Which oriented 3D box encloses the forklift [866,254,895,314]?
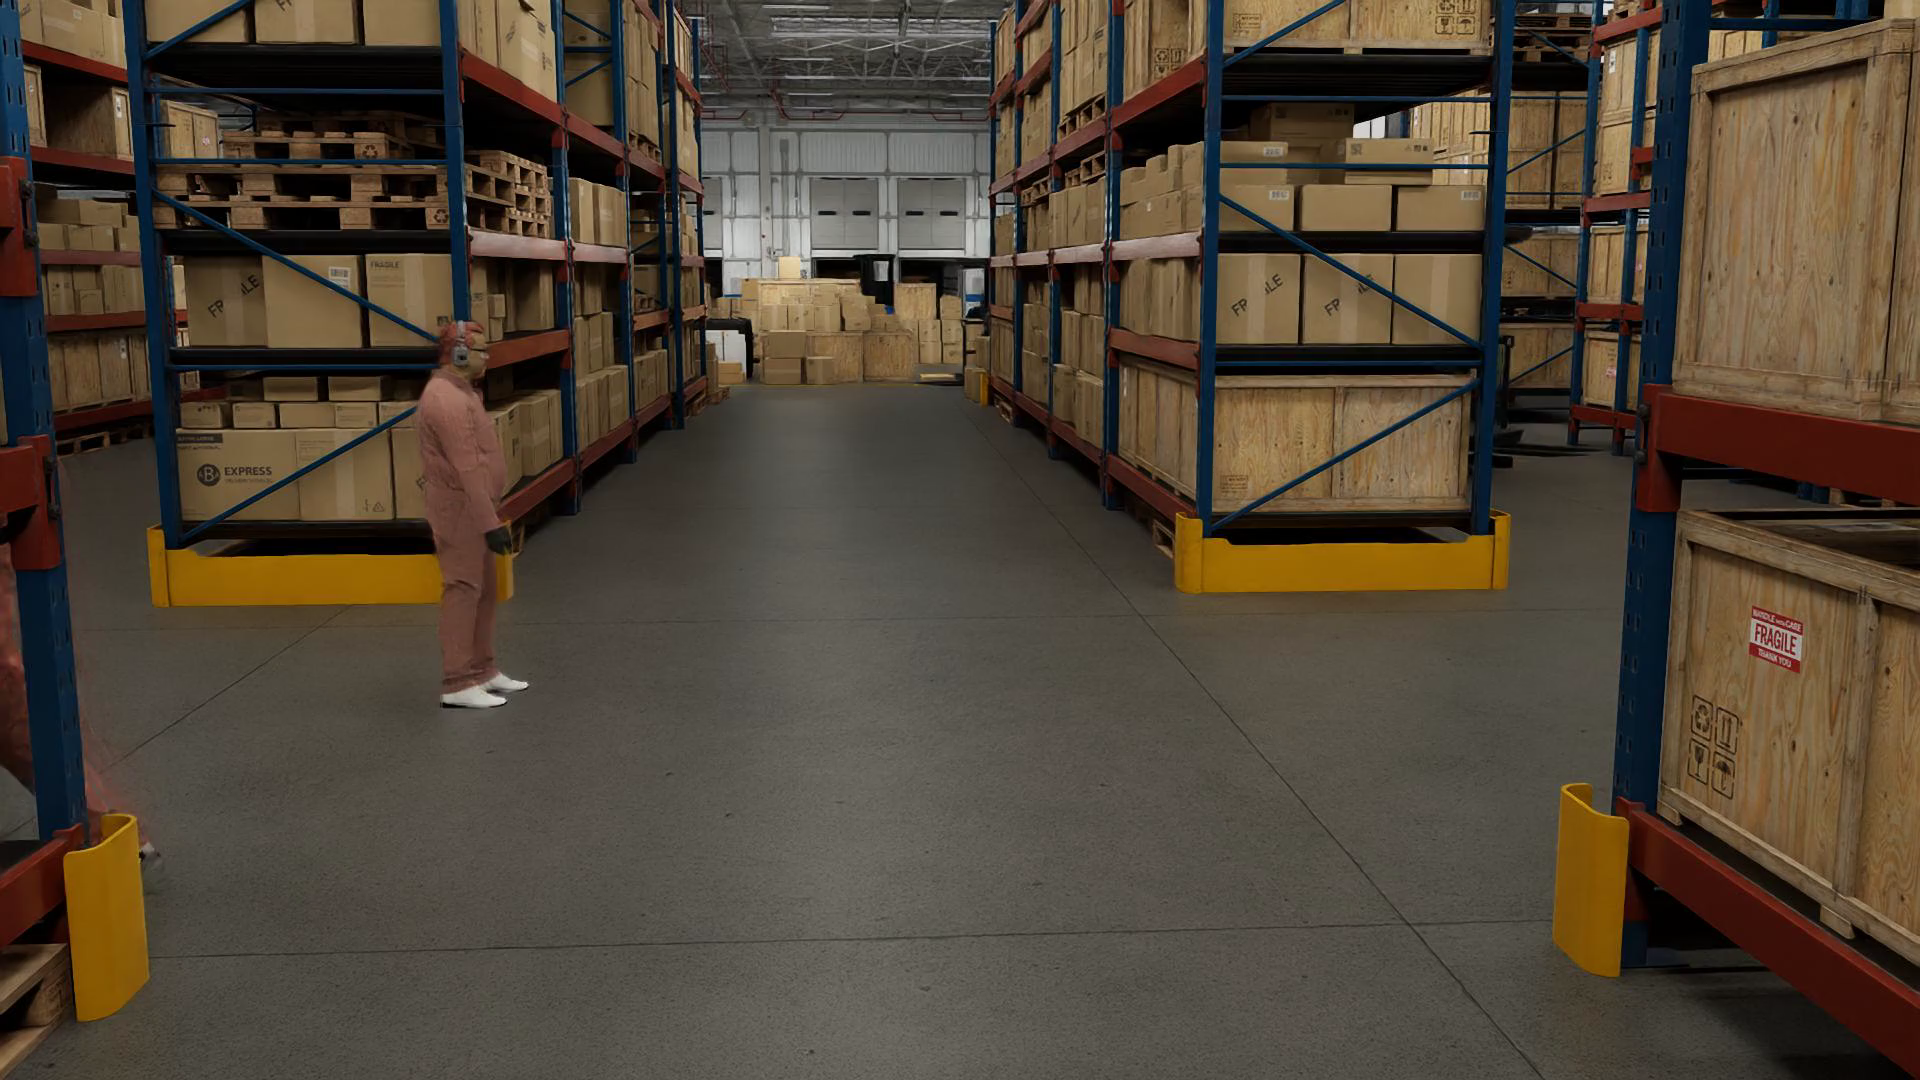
[{"bbox_3d":[-2.661,-8.222,55.954,1.129,2.768,1.873,-5,10,-30],"label":"forklift"}]

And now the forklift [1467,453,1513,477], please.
[{"bbox_3d":[4.899,-2.169,17.951,1.873,2.768,1.129,8,12,41],"label":"forklift"}]

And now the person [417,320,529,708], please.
[{"bbox_3d":[-2.410,-0.121,8.153,0.424,1.903,0.669,-2,9,-10],"label":"person"}]

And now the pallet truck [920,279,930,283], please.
[{"bbox_3d":[-0.932,-8.922,63.114,1.885,1.965,0.823,2,9,13],"label":"pallet truck"}]

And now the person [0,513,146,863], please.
[{"bbox_3d":[-3.256,0.332,5.442,0.973,1.864,0.641,-1,9,-5],"label":"person"}]
